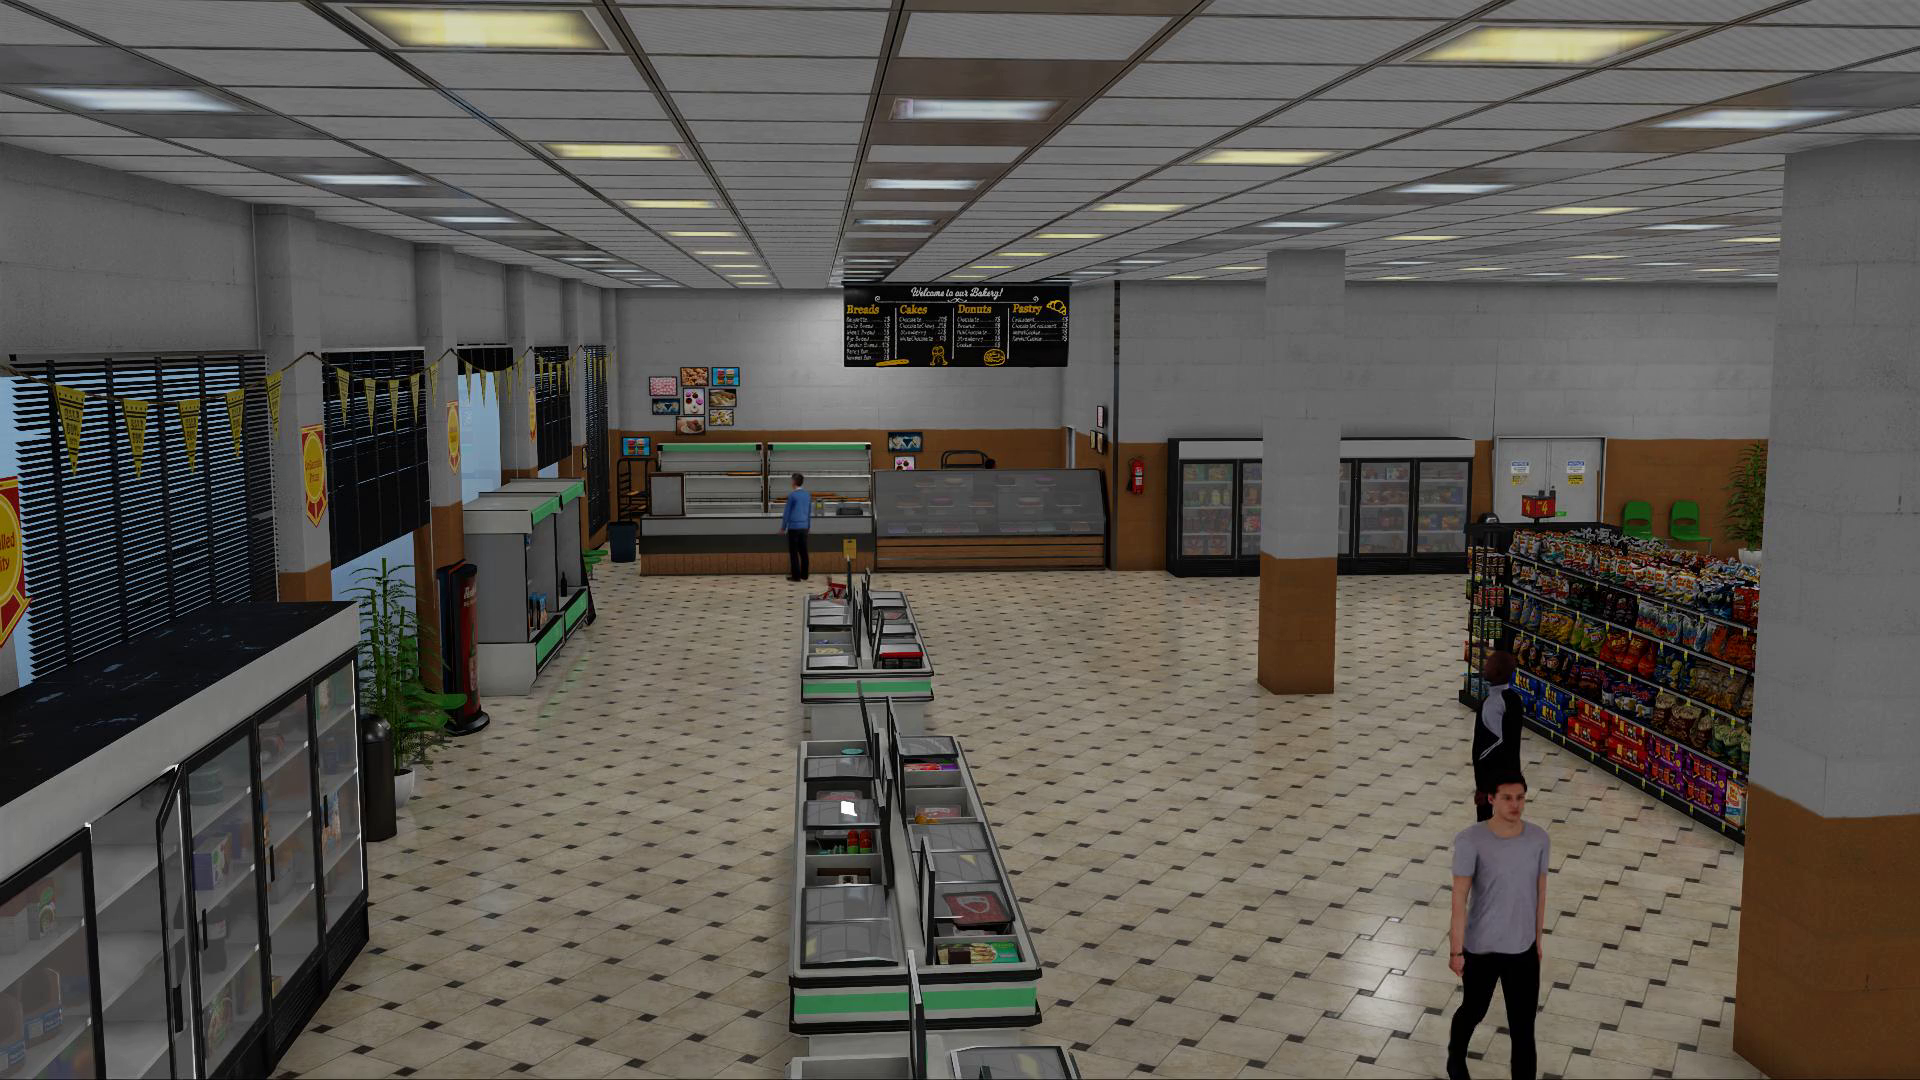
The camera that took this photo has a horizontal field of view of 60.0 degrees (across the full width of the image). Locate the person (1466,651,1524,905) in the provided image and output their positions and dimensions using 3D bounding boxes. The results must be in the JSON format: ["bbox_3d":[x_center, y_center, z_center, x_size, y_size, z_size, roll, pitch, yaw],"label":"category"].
[{"bbox_3d":[3.834,1.679,11.831,0.786,1.828,0.726,6,9,39],"label":"person"}]

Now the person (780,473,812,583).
[{"bbox_3d":[-2.676,-0.213,27.553,0.844,1.813,0.792,6,9,42],"label":"person"}]

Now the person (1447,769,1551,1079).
[{"bbox_3d":[2.731,2.078,8.559,0.701,1.821,1.180,0,7,-4],"label":"person"}]
